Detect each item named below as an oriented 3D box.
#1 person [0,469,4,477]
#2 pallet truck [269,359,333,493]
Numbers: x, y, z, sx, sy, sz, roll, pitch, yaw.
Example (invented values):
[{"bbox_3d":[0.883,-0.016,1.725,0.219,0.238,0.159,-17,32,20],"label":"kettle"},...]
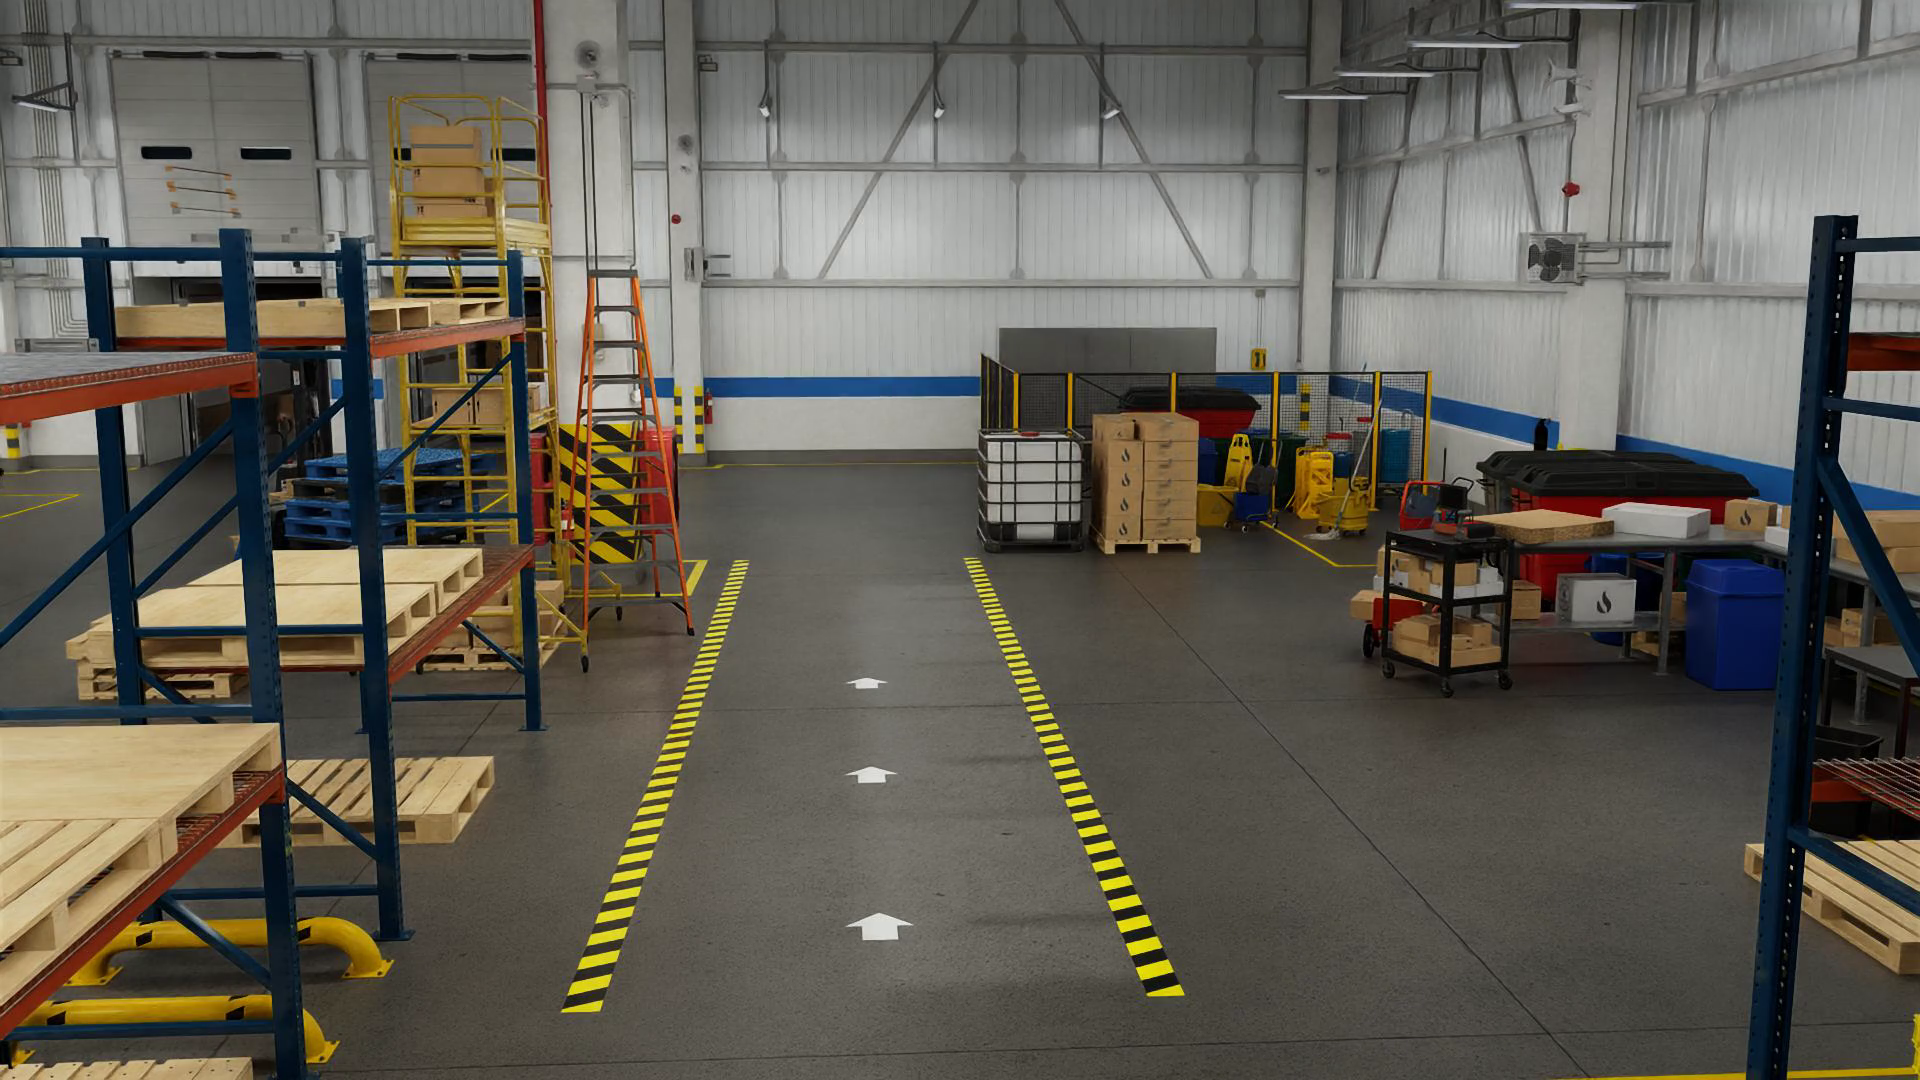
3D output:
[{"bbox_3d":[-13.479,-1.673,22.731,0.780,1.903,0.634,-1,9,-7],"label":"person"},{"bbox_3d":[-7.062,-1.131,18.996,1.885,1.965,0.823,2,9,13],"label":"pallet truck"}]
